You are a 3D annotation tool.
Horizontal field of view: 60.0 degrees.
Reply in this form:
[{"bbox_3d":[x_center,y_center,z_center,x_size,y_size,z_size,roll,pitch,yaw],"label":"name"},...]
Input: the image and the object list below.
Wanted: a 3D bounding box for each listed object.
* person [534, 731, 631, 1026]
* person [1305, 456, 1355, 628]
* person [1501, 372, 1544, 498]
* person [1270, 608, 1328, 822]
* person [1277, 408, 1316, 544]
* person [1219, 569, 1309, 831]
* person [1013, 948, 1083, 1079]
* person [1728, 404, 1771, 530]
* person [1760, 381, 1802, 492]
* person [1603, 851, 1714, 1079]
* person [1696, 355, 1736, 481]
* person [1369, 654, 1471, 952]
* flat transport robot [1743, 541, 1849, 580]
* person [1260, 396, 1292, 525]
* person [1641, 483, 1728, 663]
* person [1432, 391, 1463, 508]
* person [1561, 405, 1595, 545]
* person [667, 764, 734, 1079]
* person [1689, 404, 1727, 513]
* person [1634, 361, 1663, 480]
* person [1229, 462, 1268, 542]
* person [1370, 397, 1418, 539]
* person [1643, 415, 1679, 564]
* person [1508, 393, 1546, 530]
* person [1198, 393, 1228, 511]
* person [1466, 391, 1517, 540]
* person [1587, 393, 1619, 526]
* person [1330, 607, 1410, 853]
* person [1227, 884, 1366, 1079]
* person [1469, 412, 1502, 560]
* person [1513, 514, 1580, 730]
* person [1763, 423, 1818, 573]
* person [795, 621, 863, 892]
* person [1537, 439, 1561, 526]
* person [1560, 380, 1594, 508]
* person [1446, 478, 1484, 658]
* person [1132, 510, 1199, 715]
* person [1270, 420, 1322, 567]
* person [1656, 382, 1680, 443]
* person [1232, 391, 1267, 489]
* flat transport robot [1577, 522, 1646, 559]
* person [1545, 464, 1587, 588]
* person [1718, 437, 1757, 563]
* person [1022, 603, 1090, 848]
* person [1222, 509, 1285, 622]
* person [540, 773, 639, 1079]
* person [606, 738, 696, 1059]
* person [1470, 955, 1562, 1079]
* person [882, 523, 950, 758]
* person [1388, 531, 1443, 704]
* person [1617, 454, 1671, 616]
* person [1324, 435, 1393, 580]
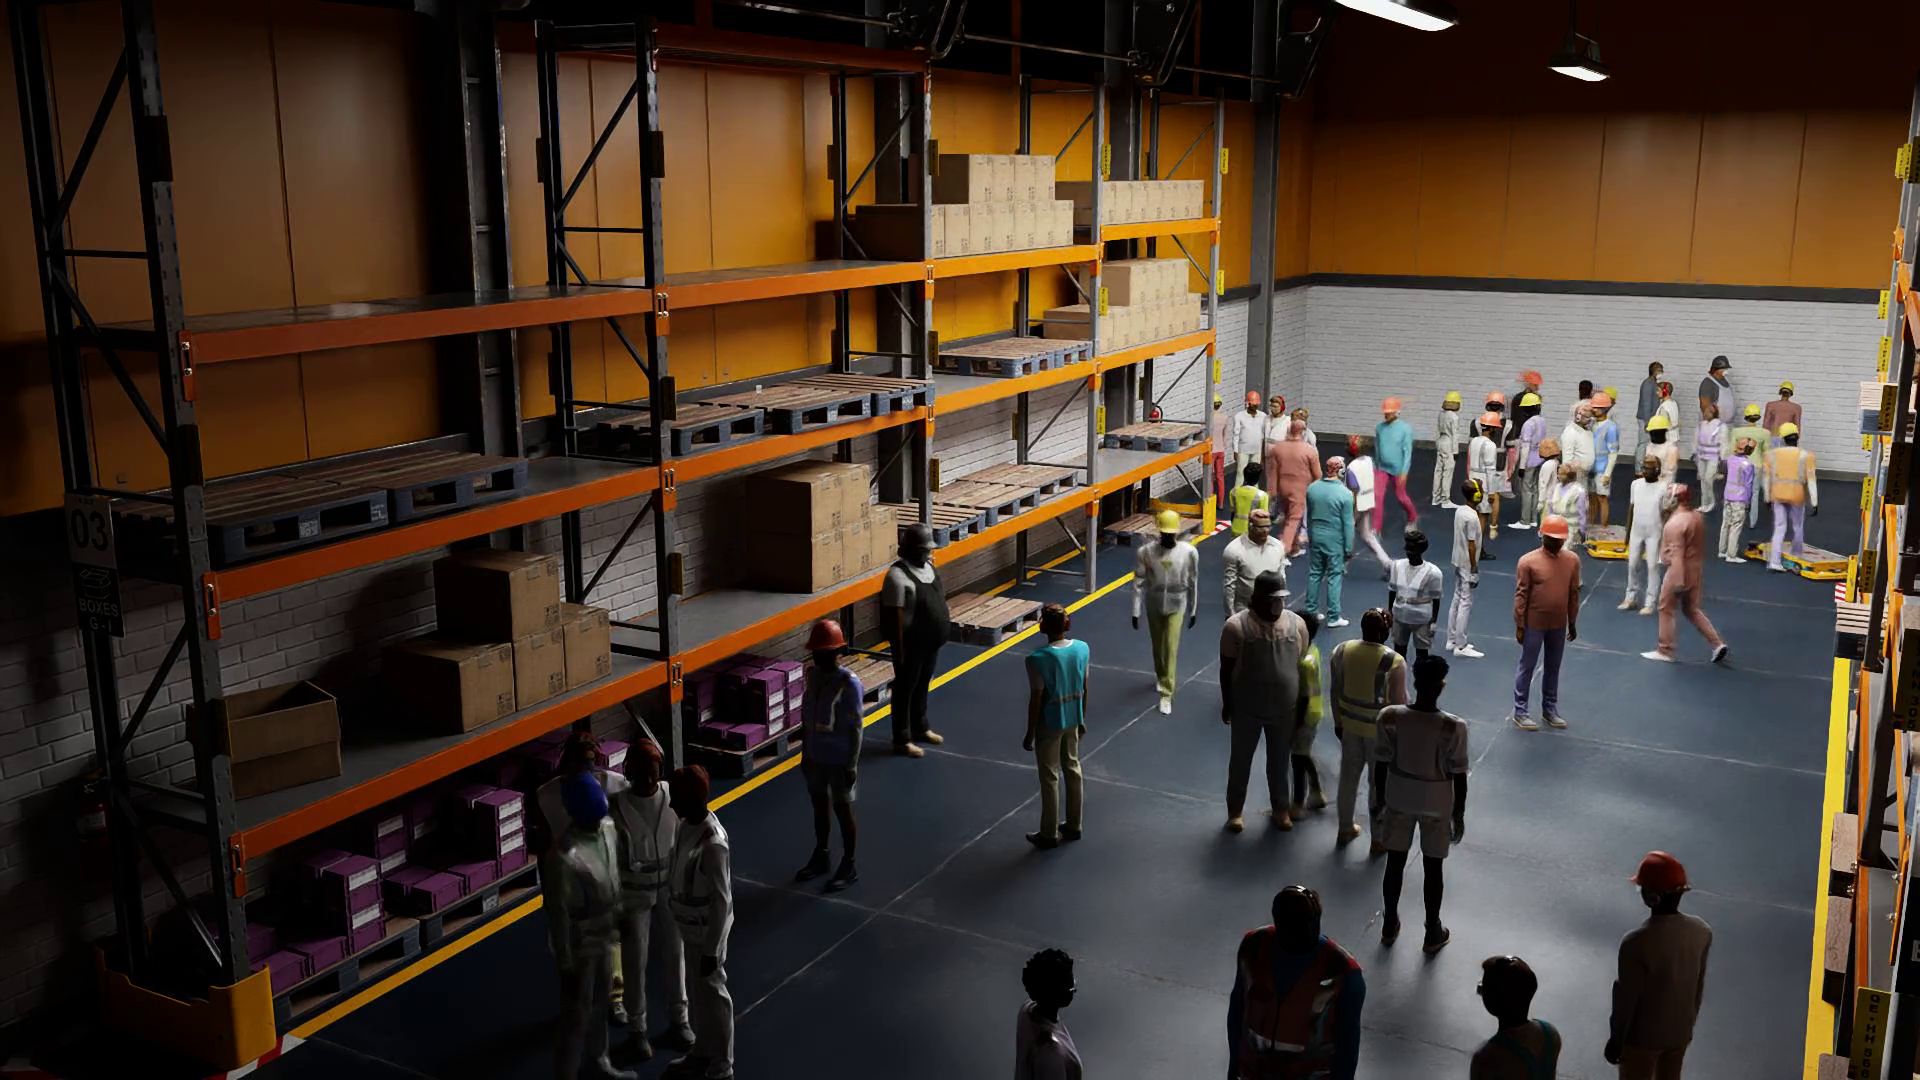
[{"bbox_3d":[-2.179,1.976,9.732,0.566,1.838,0.385,-5,13,-20],"label":"person"},{"bbox_3d":[4.100,0.015,18.363,0.400,1.903,0.638,-10,16,-37],"label":"person"},{"bbox_3d":[8.661,-1.575,25.382,0.694,1.957,0.840,-6,14,-26],"label":"person"},{"bbox_3d":[2.633,1.354,12.839,0.343,1.699,0.556,2,13,11],"label":"person"},{"bbox_3d":[4.570,-0.872,22.471,0.344,1.839,0.505,-7,14,-29],"label":"person"},{"bbox_3d":[2.326,1.221,12.640,0.688,2.000,0.539,-1,13,-4],"label":"person"},{"bbox_3d":[0.382,2.589,7.295,0.318,1.697,0.535,-2,13,-10],"label":"person"},{"bbox_3d":[11.045,-1.027,23.319,0.525,1.772,0.305,5,13,21],"label":"person"},{"bbox_3d":[12.785,-1.598,25.917,0.532,1.755,0.342,6,14,25],"label":"person"},{"bbox_3d":[3.392,2.369,8.177,0.567,1.743,0.352,-6,14,-26],"label":"person"},{"bbox_3d":[12.276,-1.976,26.955,0.678,2.000,0.537,-11,17,-41],"label":"person"},{"bbox_3d":[2.958,1.686,10.742,0.640,1.961,0.371,7,14,28],"label":"person"},{"bbox_3d":[10.654,0.239,21.033,0.652,0.197,1.431,-2,13,-10],"label":"flat transport robot"},{"bbox_3d":[4.530,-1.149,23.722,0.393,1.836,0.560,-9,15,-34],"label":"person"},{"bbox_3d":[7.450,0.362,16.905,0.743,1.871,0.660,12,18,44],"label":"person"},{"bbox_3d":[7.301,-1.355,24.851,0.323,1.741,0.490,-4,13,-16],"label":"person"},{"bbox_3d":[8.313,-0.879,22.382,0.402,1.896,0.652,12,17,42],"label":"person"},{"bbox_3d":[-1.411,2.106,9.027,0.355,1.887,0.573,-5,14,-23],"label":"person"},{"bbox_3d":[10.963,-1.193,24.390,0.435,1.621,0.540,-6,14,-25],"label":"person"},{"bbox_3d":[11.183,-1.935,27.012,0.377,1.936,0.628,7,14,28],"label":"person"},{"bbox_3d":[3.330,-0.063,19.195,0.322,1.686,0.538,-12,17,-43],"label":"person"},{"bbox_3d":[5.964,-0.998,22.772,0.866,1.963,0.615,-12,17,-43],"label":"person"},{"bbox_3d":[8.914,-0.646,21.282,0.370,1.925,0.607,-3,13,-13],"label":"person"},{"bbox_3d":[7.984,-1.105,23.348,0.401,1.915,0.591,10,16,37],"label":"person"},{"bbox_3d":[3.711,-1.286,24.489,0.533,1.767,0.314,-9,15,-35],"label":"person"},{"bbox_3d":[7.232,-1.013,22.681,0.613,2.031,0.410,3,13,15],"label":"person"},{"bbox_3d":[8.597,-0.969,22.441,0.397,2.044,0.609,-2,13,-9],"label":"person"},{"bbox_3d":[3.046,1.393,12.321,0.633,1.843,0.429,12,17,44],"label":"person"},{"bbox_3d":[1.501,2.446,7.608,0.626,1.844,0.429,8,15,32],"label":"person"},{"bbox_3d":[6.778,-0.699,21.507,0.390,1.926,0.550,-2,13,-9],"label":"person"},{"bbox_3d":[5.270,0.736,14.947,0.614,1.987,0.408,-3,13,-13],"label":"person"},{"bbox_3d":[10.436,-0.528,20.898,0.679,1.866,0.879,10,16,37],"label":"person"},{"bbox_3d":[-0.933,1.503,11.638,0.555,1.933,0.388,10,16,39],"label":"person"},{"bbox_3d":[7.492,-0.485,21.229,0.288,1.626,0.496,8,15,32],"label":"person"},{"bbox_3d":[9.307,-1.450,24.928,0.621,1.888,0.715,-4,13,-18],"label":"person"},{"bbox_3d":[5.270,0.278,17.239,0.327,1.877,0.516,0,13,-1],"label":"person"},{"bbox_3d":[1.951,0.624,15.740,0.590,1.879,1.013,3,13,11],"label":"person"},{"bbox_3d":[4.269,-0.603,21.253,0.966,1.861,0.636,-12,18,-44],"label":"person"},{"bbox_3d":[10.694,-1.483,25.223,0.387,1.836,0.561,8,15,31],"label":"person"},{"bbox_3d":[4.346,-1.363,24.874,0.565,1.745,0.349,-3,13,-14],"label":"person"},{"bbox_3d":[8.626,-0.003,22.120,0.652,0.197,1.431,2,13,9],"label":"flat transport robot"},{"bbox_3d":[7.168,-0.126,19.699,0.888,1.591,0.520,-6,14,-25],"label":"person"},{"bbox_3d":[9.984,-0.515,21.343,0.324,1.630,0.520,-2,13,-7],"label":"person"},{"bbox_3d":[0.728,1.380,12.380,0.569,1.840,0.374,-9,16,-36],"label":"person"},{"bbox_3d":[2.762,0.639,15.570,0.645,1.900,0.399,-5,13,-20],"label":"person"},{"bbox_3d":[-1.982,2.127,8.876,0.416,1.918,0.716,3,13,14],"label":"person"},{"bbox_3d":[-1.759,2.020,9.444,0.584,1.879,0.369,-7,14,-29],"label":"person"},{"bbox_3d":[2.271,2.603,6.931,0.503,1.835,0.353,-9,16,-36],"label":"person"},{"bbox_3d":[-0.346,0.839,14.354,0.536,2.000,0.688,6,14,27],"label":"person"},{"bbox_3d":[4.234,0.739,15.571,0.540,1.697,0.318,12,17,42],"label":"person"},{"bbox_3d":[7.777,-0.062,18.832,0.329,1.843,0.518,-10,16,-38],"label":"person"},{"bbox_3d":[4.923,-0.393,20.393,0.860,1.815,0.579,10,16,39],"label":"person"}]
